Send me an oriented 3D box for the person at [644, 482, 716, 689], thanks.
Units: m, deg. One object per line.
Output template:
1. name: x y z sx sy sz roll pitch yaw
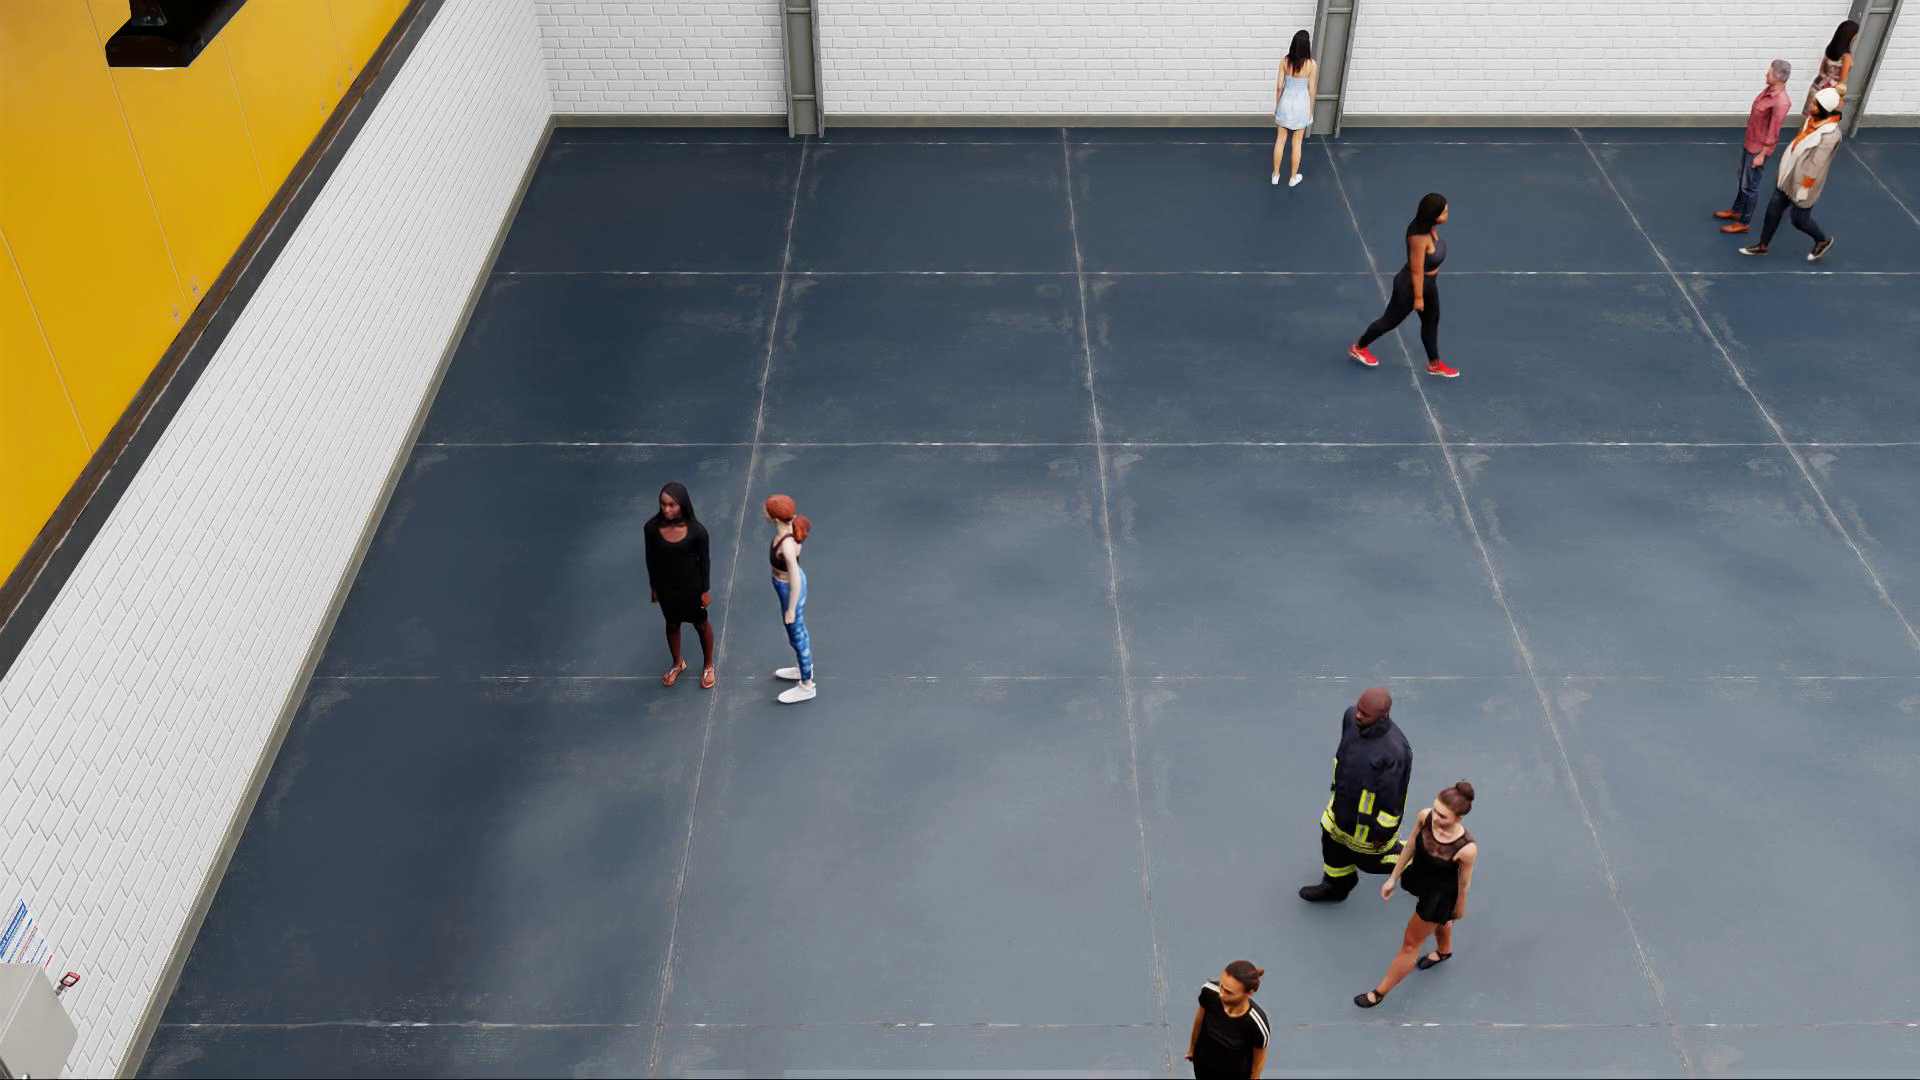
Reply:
1. person: -1.954 0.321 11.687 0.490 1.720 0.697 5 39 6

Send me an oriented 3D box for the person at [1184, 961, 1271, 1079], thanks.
1. person: 1.399 2.738 8.701 0.699 1.668 0.646 -30 48 -32

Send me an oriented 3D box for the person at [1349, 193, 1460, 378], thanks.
1. person: 3.971 -2.268 14.891 1.337 1.766 1.046 16 41 19

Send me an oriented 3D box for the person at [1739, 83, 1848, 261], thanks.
1. person: 8.458 -3.602 16.479 1.064 1.868 0.723 -2 39 -2

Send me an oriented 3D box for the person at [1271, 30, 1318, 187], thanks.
1. person: 3.589 -4.652 17.905 0.574 1.731 0.711 12 40 15

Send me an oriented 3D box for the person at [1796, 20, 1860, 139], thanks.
1. person: 9.508 -4.905 18.292 0.581 1.643 0.683 -5 39 -6

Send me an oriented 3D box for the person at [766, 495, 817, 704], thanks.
1. person: -1.171 0.390 11.547 0.591 1.785 0.583 -4 39 -4

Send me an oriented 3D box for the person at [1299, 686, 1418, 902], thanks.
1. person: 2.542 1.542 10.088 1.182 1.806 1.001 -15 41 -18

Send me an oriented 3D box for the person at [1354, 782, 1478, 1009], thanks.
1. person: 2.822 1.981 9.669 1.105 1.643 0.848 -16 41 -19

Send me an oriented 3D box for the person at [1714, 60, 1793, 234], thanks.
1. person: 8.212 -4.052 17.073 0.619 1.831 0.726 7 39 9
